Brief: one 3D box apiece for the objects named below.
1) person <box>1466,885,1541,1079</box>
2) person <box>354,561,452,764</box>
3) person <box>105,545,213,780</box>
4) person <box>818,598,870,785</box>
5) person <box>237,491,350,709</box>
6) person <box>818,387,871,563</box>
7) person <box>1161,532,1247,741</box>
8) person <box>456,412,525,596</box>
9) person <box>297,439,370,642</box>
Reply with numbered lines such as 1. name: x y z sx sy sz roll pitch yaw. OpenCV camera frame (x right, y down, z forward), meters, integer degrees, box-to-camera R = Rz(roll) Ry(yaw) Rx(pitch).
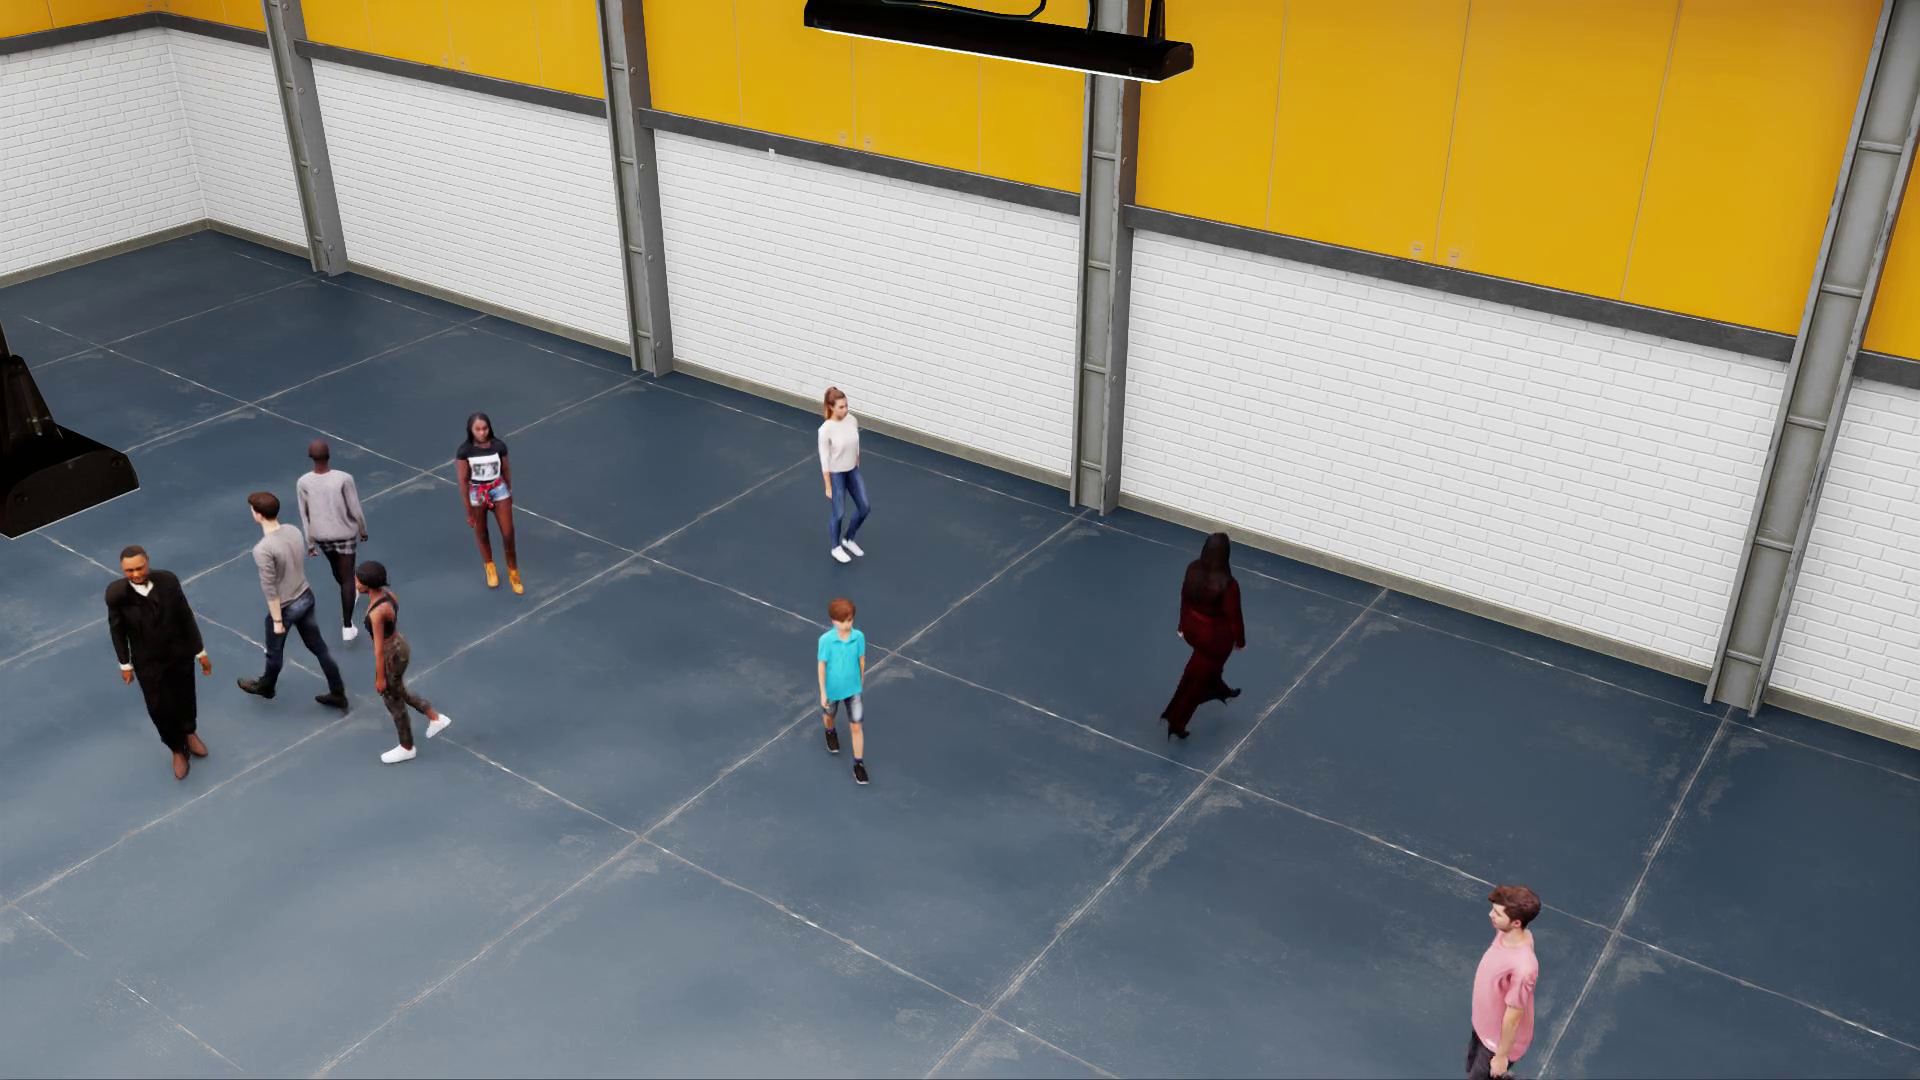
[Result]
1. person: 2.987 2.644 8.924 1.106 1.941 0.958 1 29 1
2. person: -4.147 0.897 12.391 0.890 1.687 0.830 -9 30 -16
3. person: -5.947 0.810 12.344 0.917 1.884 0.847 25 38 38
4. person: -0.908 1.048 12.394 0.914 1.418 1.004 -7 29 -12
5. person: -5.103 0.529 12.879 1.240 1.866 0.954 9 30 15
6. person: -1.130 -0.602 15.116 0.690 1.709 0.676 -24 37 -37
7. person: 1.802 0.782 12.581 1.002 1.706 1.166 -18 33 -29
8. person: -4.191 -0.377 14.709 0.817 1.703 0.905 -10 30 -17
9. person: -5.243 0.025 13.947 1.166 1.727 1.198 -4 29 -7
